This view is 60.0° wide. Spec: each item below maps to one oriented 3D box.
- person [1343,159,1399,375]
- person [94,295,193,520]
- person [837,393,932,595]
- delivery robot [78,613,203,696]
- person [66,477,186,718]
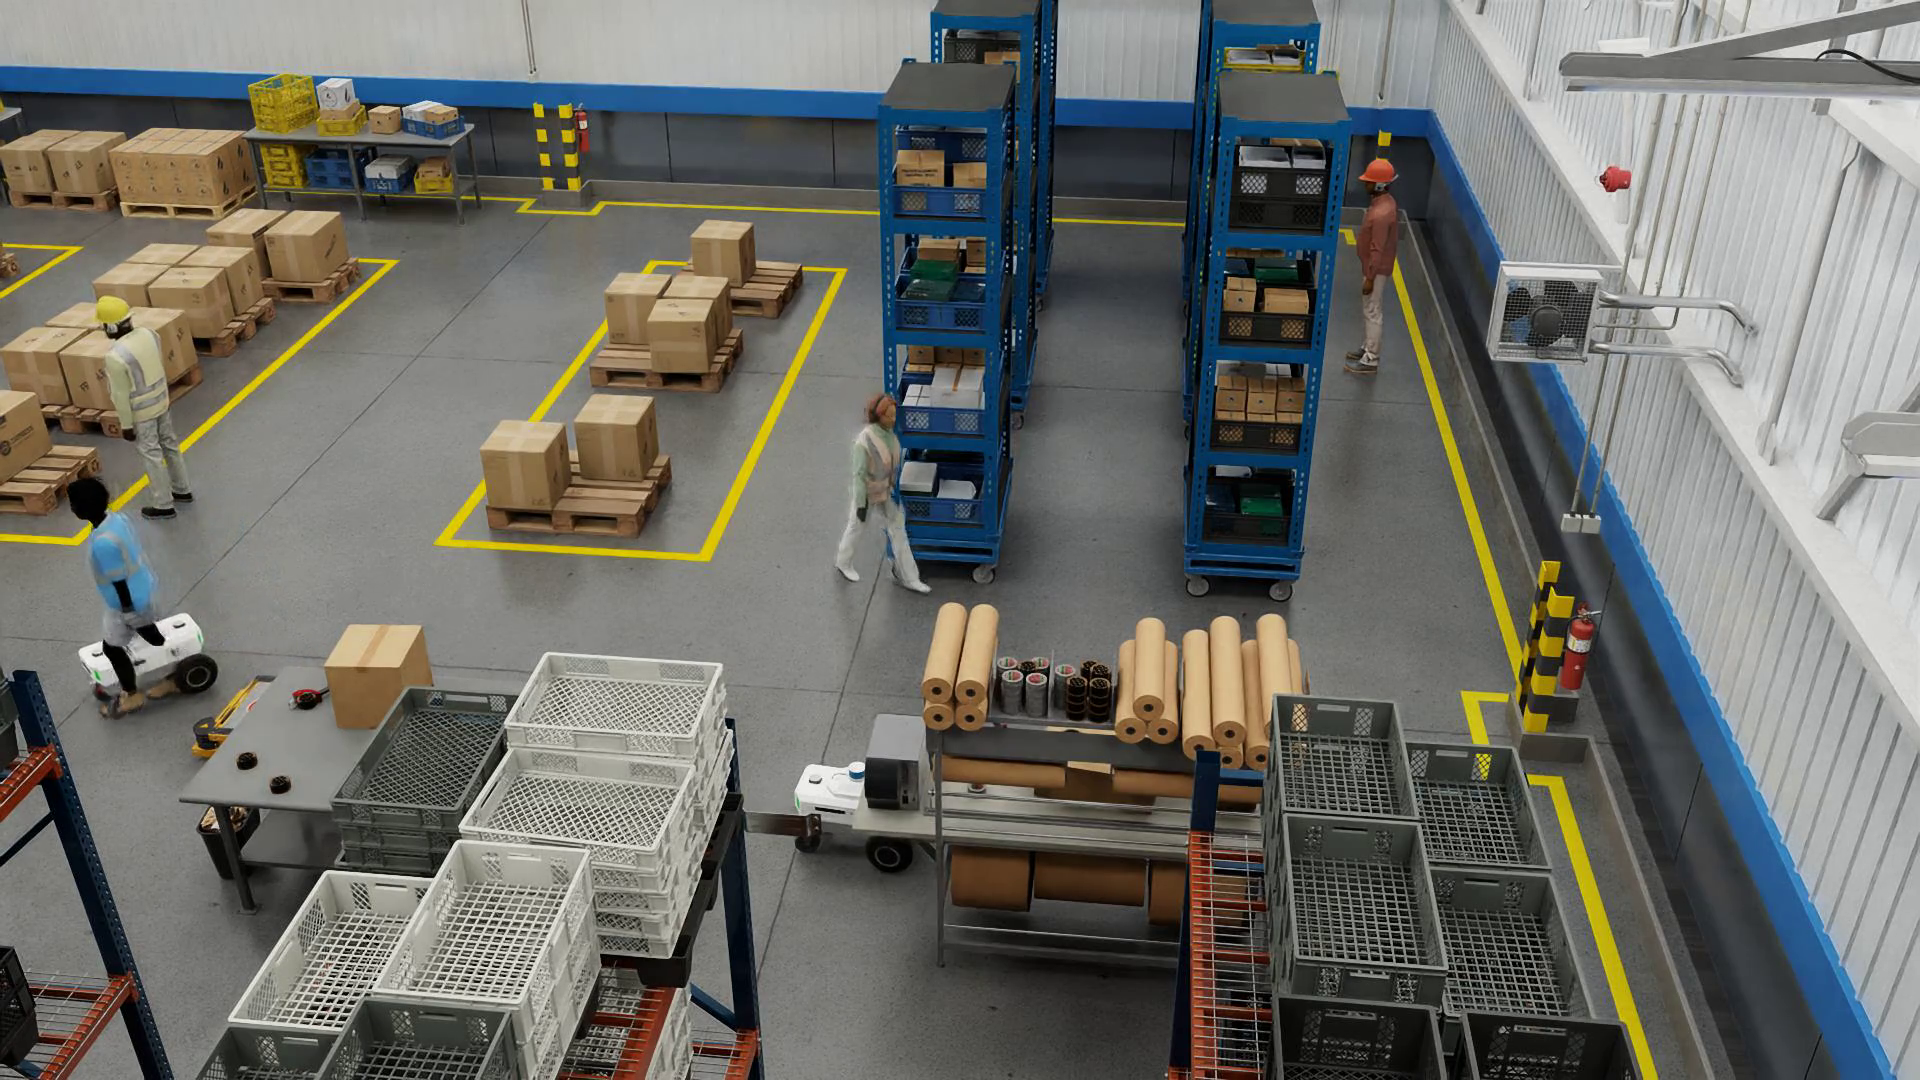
[{"bbox_3d":[3.780,-2.516,15.283,0.409,1.986,0.618,7,31,12],"label":"person"},{"bbox_3d":[-6.337,-1.031,12.889,0.403,1.824,0.582,4,30,7],"label":"person"},{"bbox_3d":[-0.603,-0.348,11.945,0.815,1.584,0.532,22,37,33],"label":"person"},{"bbox_3d":[-5.409,0.740,11.005,0.707,0.478,0.477,-23,38,-34],"label":"delivery robot"},{"bbox_3d":[-5.438,0.369,10.619,0.632,1.672,0.547,-10,32,-17],"label":"person"}]
